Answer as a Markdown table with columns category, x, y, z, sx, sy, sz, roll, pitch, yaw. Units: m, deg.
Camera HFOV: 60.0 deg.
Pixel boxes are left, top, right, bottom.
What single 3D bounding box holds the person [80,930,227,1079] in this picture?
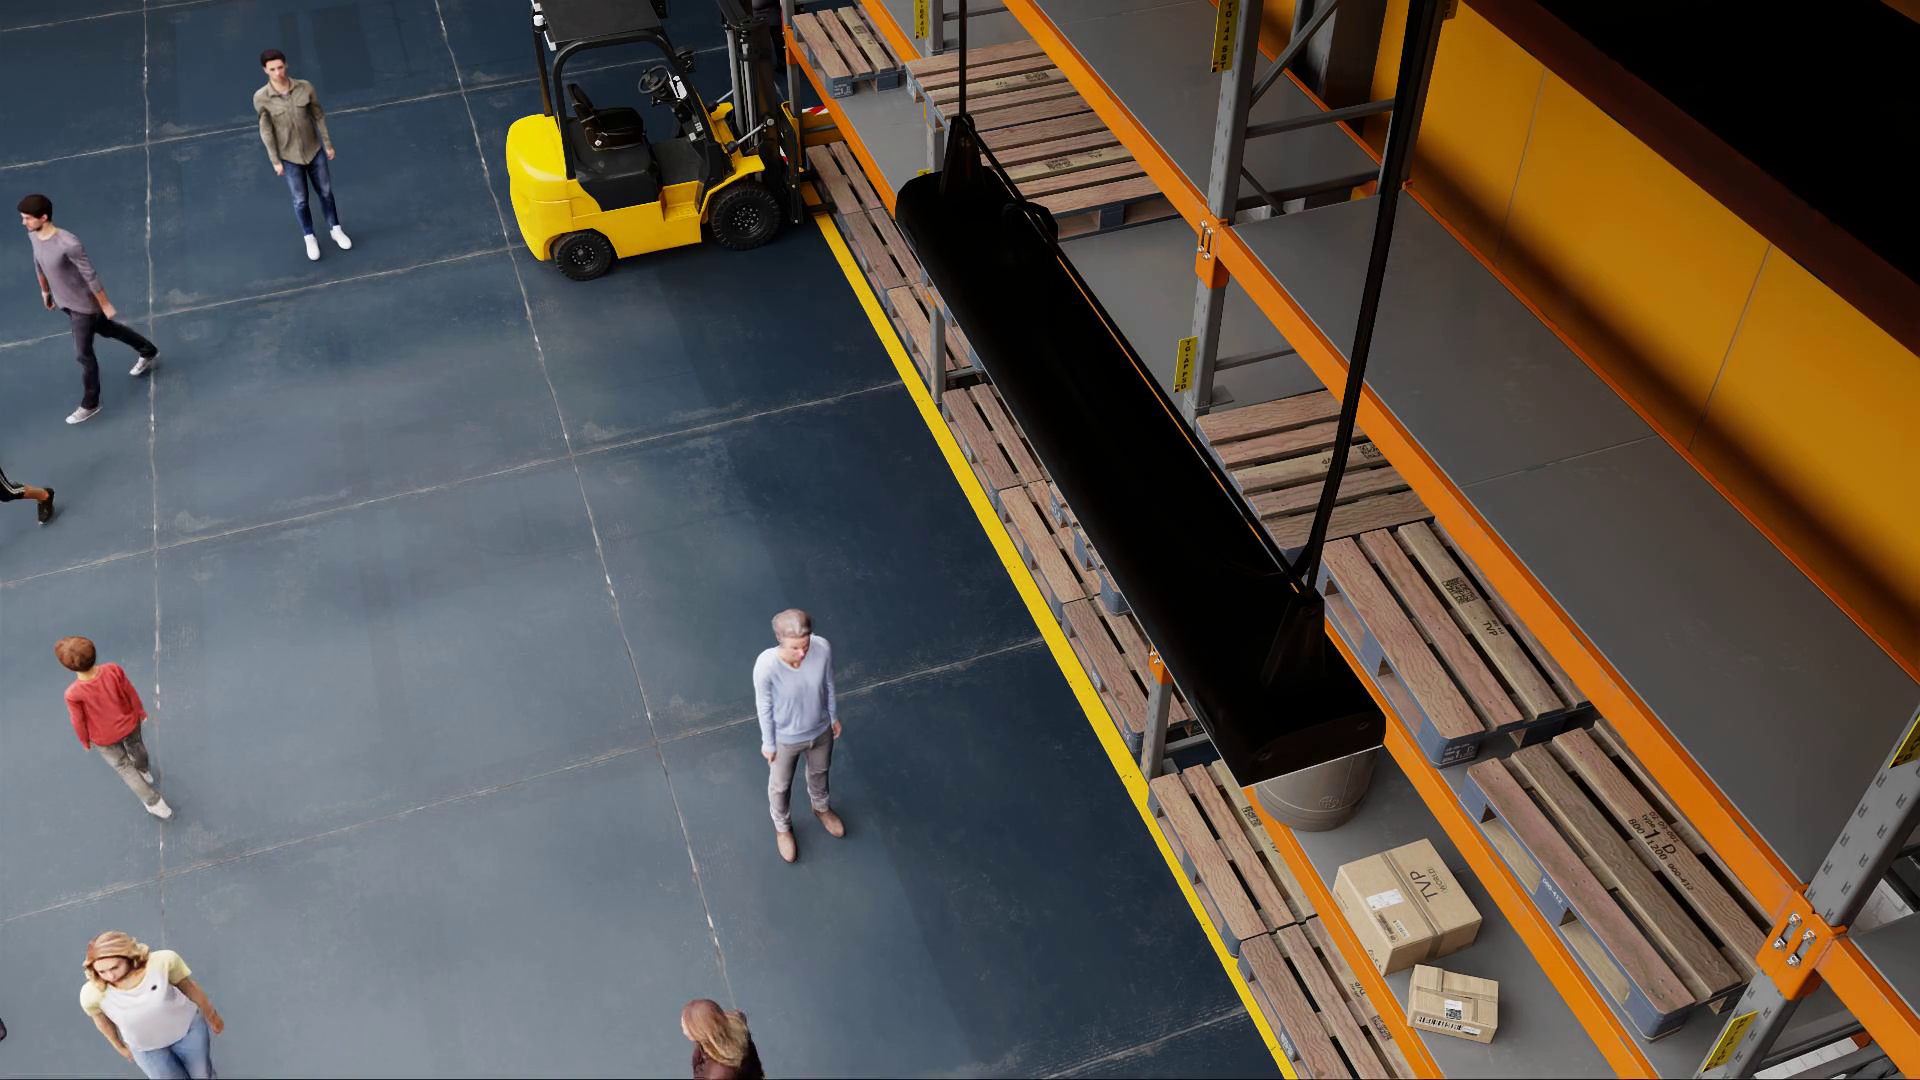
| category | x | y | z | sx | sy | sz | roll | pitch | yaw |
| --- | --- | --- | --- | --- | --- | --- | --- | --- | --- |
| person | -3.981 | 2.390 | 8.270 | 0.773 | 1.710 | 0.879 | -29 | 51 | -27 |

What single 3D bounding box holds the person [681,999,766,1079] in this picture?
| category | x | y | z | sx | sy | sz | roll | pitch | yaw |
| --- | --- | --- | --- | --- | --- | --- | --- | --- | --- |
| person | -0.992 | 2.720 | 7.947 | 0.899 | 1.677 | 0.774 | 3 | 44 | 3 |

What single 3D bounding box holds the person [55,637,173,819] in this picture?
| category | x | y | z | sx | sy | sz | roll | pitch | yaw |
| --- | --- | --- | --- | --- | --- | --- | --- | --- | --- |
| person | -4.974 | 1.123 | 9.823 | 0.908 | 1.401 | 0.785 | 27 | 50 | 25 |

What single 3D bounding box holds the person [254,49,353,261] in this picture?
| category | x | y | z | sx | sy | sz | roll | pitch | yaw |
| --- | --- | --- | --- | --- | --- | --- | --- | --- | --- |
| person | -5.604 | -3.301 | 14.132 | 0.749 | 1.864 | 0.665 | -24 | 48 | -23 |

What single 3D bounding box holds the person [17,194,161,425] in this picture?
| category | x | y | z | sx | sy | sz | roll | pitch | yaw |
| --- | --- | --- | --- | --- | --- | --- | --- | --- | --- |
| person | -6.634 | -1.865 | 12.667 | 1.223 | 1.804 | 1.193 | 24 | 49 | 23 |

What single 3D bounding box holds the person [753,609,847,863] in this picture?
| category | x | y | z | sx | sy | sz | roll | pitch | yaw |
| --- | --- | --- | --- | --- | --- | --- | --- | --- | --- |
| person | -0.927 | 1.074 | 9.519 | 0.689 | 1.891 | 0.635 | -22 | 48 | -21 |

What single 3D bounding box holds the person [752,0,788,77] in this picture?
| category | x | y | z | sx | sy | sz | roll | pitch | yaw |
| --- | --- | --- | --- | --- | --- | --- | --- | --- | --- |
| person | -1.955 | -5.377 | 16.386 | 0.744 | 1.760 | 0.718 | -28 | 50 | -26 |
